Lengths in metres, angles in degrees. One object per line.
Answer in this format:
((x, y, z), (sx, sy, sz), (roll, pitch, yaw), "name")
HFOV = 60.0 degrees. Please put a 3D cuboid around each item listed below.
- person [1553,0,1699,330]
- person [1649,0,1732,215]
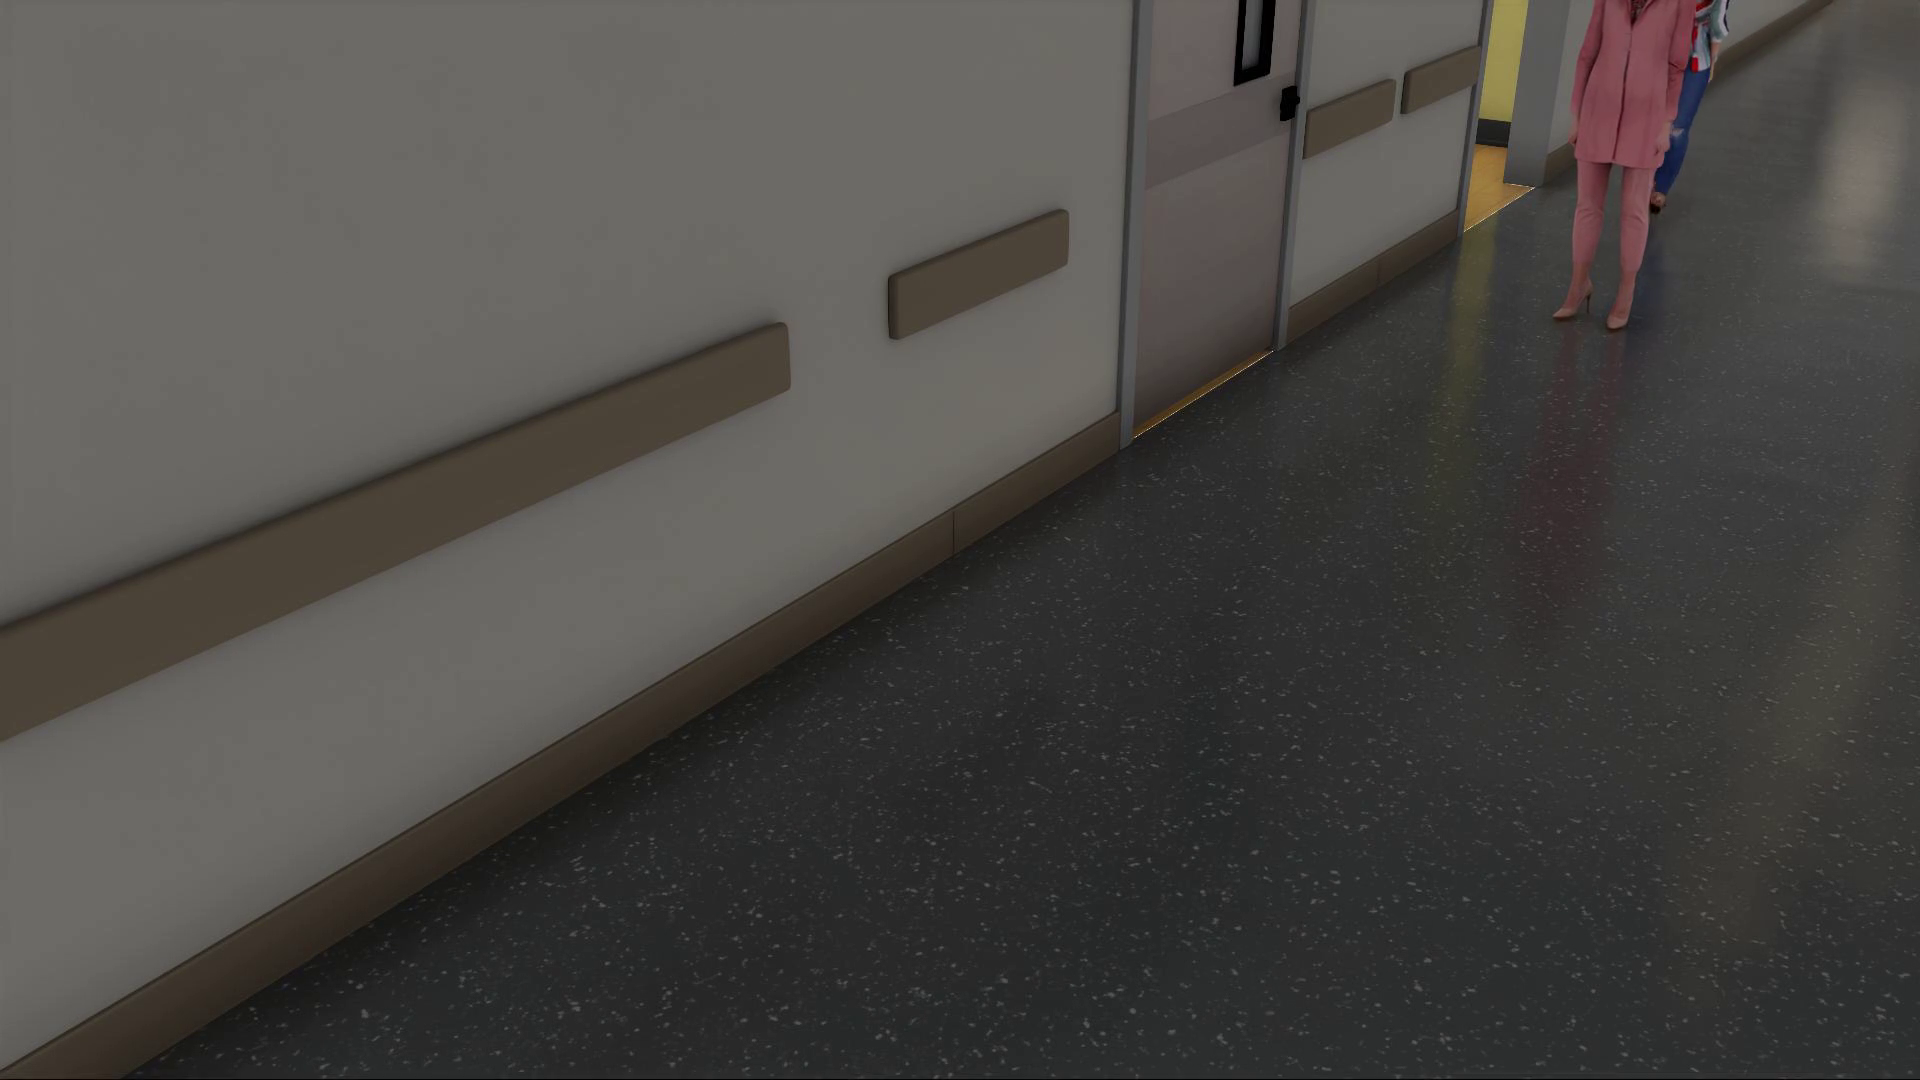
((2.850, -1.801, 7.098), (0.447, 1.799, 0.656), (17, 31, 31), "person")
((3.885, -2.593, 8.991), (0.907, 1.581, 0.645), (17, 31, 31), "person")
